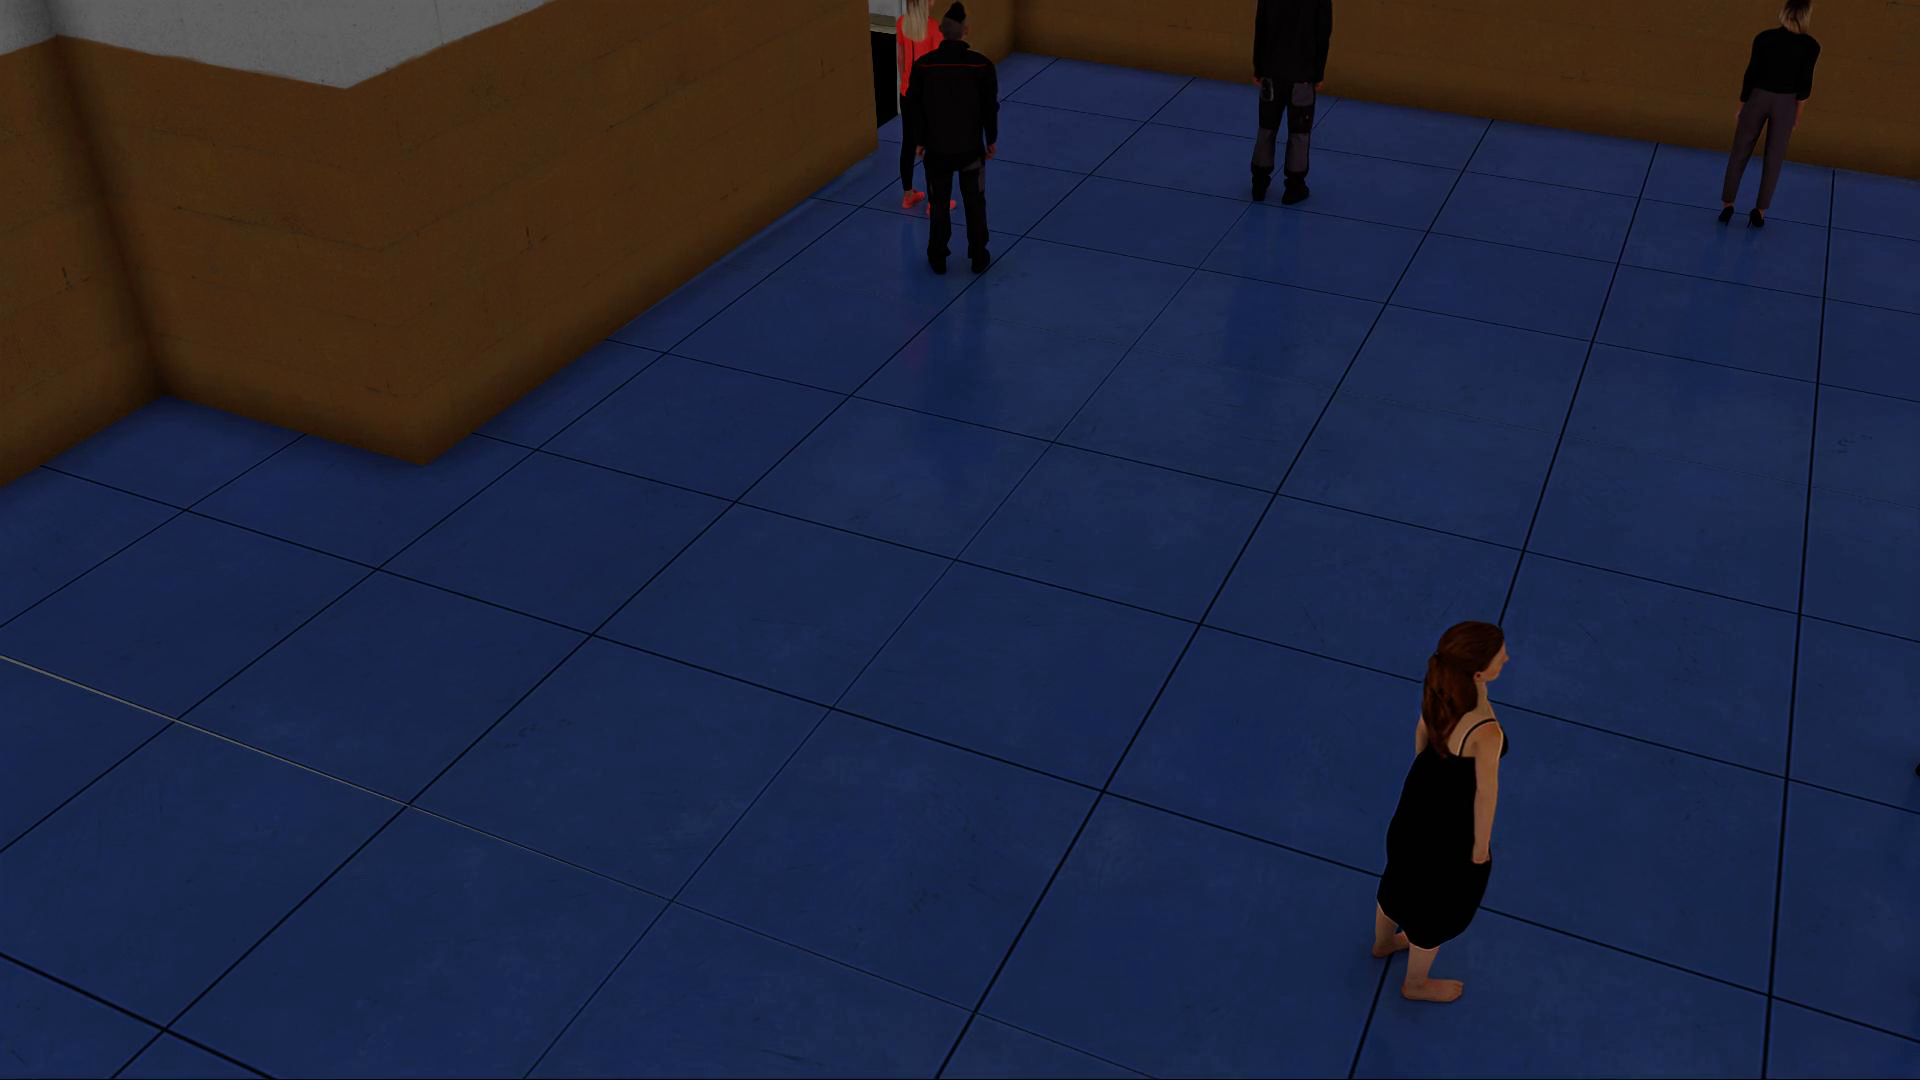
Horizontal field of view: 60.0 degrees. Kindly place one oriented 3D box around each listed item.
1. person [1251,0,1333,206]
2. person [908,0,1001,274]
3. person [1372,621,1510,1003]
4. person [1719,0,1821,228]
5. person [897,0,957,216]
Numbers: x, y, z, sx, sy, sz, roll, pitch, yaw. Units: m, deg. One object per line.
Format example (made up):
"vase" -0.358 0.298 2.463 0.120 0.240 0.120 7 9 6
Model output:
"person" 2.414 -3.437 12.203 0.522 1.946 0.758 13 36 18
"person" -0.029 -2.687 11.134 0.710 1.859 0.903 2 34 3
"person" 1.705 0.952 5.897 0.737 1.624 0.683 -10 35 -14
"person" 5.764 -3.046 11.865 0.488 1.670 0.667 17 37 23
"person" -0.274 -3.227 12.116 0.541 1.693 0.702 24 40 31
